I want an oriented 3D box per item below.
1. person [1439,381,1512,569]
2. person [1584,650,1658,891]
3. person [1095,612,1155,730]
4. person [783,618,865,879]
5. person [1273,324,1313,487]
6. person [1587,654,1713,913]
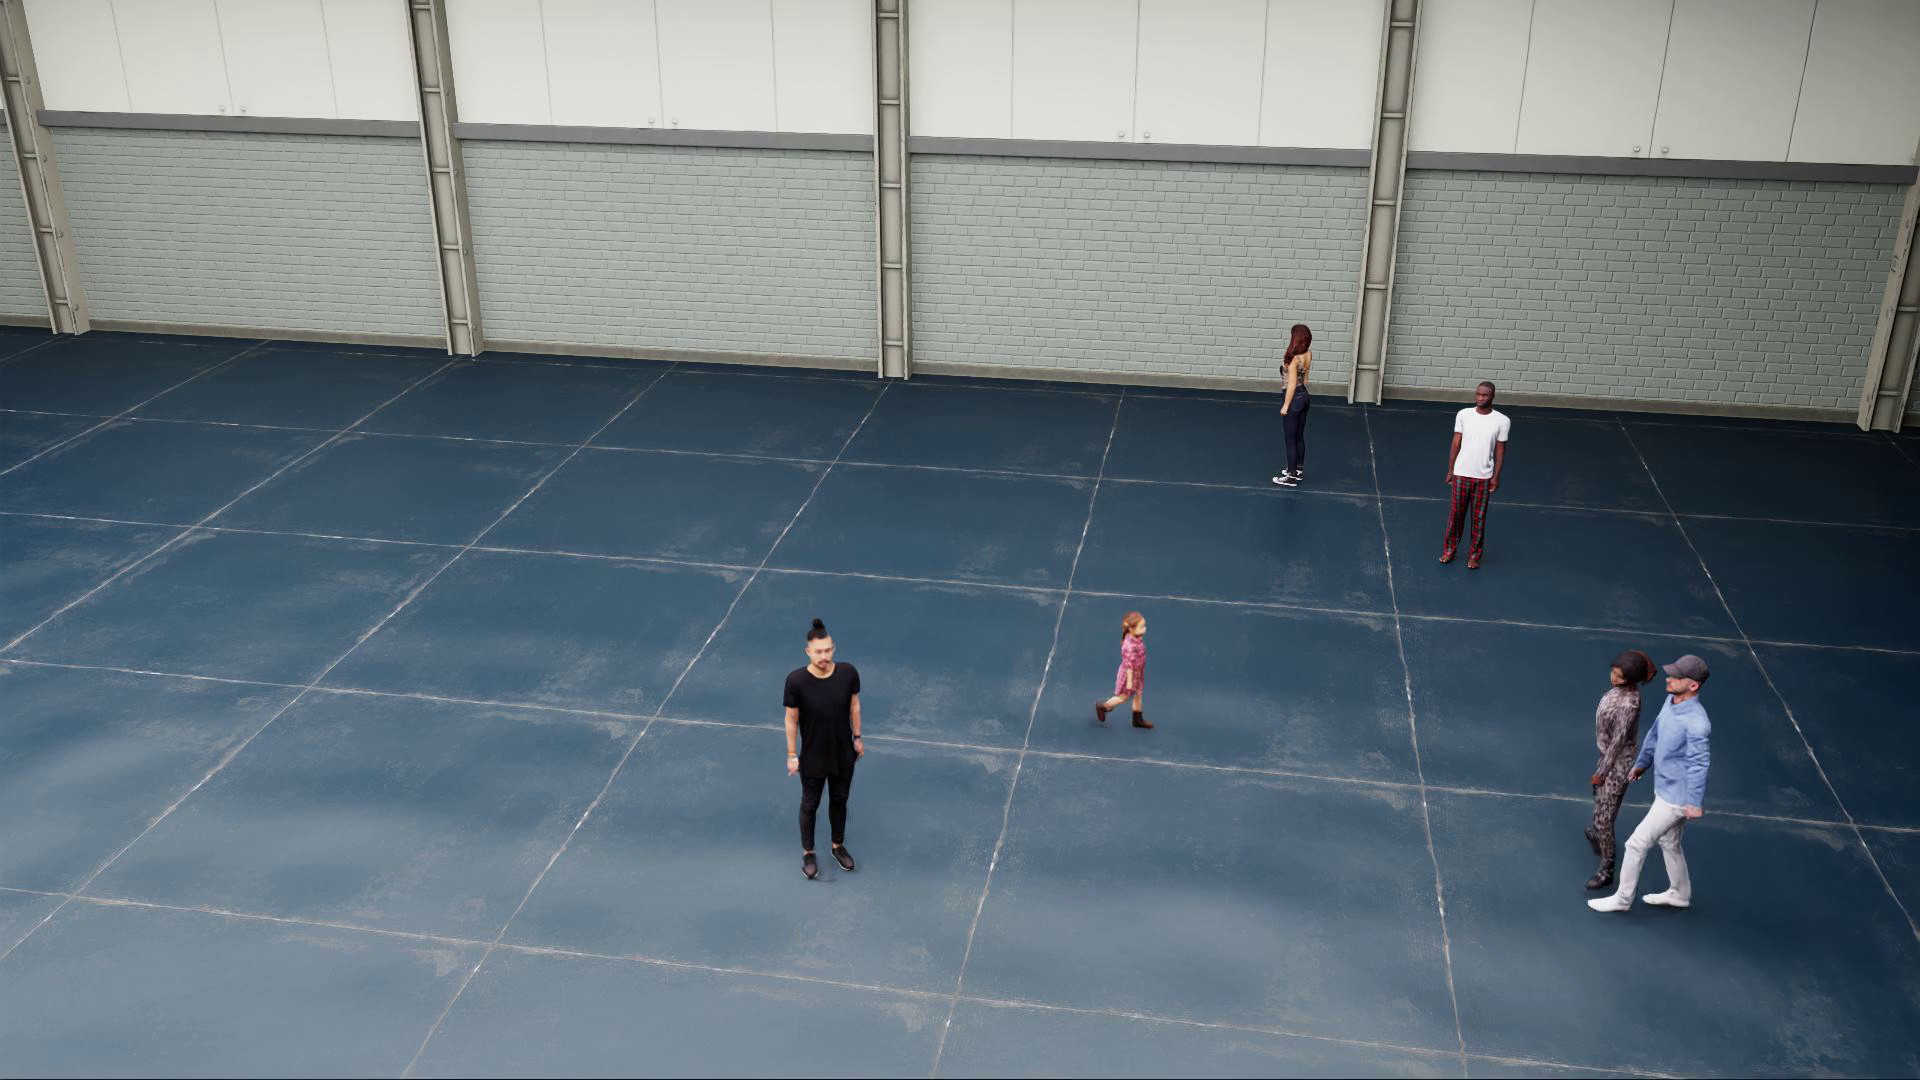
[{"bbox_3d":[4.905,-0.637,15.862,0.598,1.835,0.786,13,26,27],"label":"person"},{"bbox_3d":[4.364,1.472,11.072,0.610,1.702,0.891,11,26,25],"label":"person"},{"bbox_3d":[1.298,1.022,13.009,0.698,1.013,0.455,6,24,13],"label":"person"},{"bbox_3d":[-0.901,1.371,11.100,0.721,1.865,0.840,-9,25,-20],"label":"person"},{"bbox_3d":[3.619,-1.462,17.883,0.670,1.770,0.680,15,27,32],"label":"person"},{"bbox_3d":[4.640,1.587,10.599,0.882,1.860,0.637,5,24,11],"label":"person"}]
